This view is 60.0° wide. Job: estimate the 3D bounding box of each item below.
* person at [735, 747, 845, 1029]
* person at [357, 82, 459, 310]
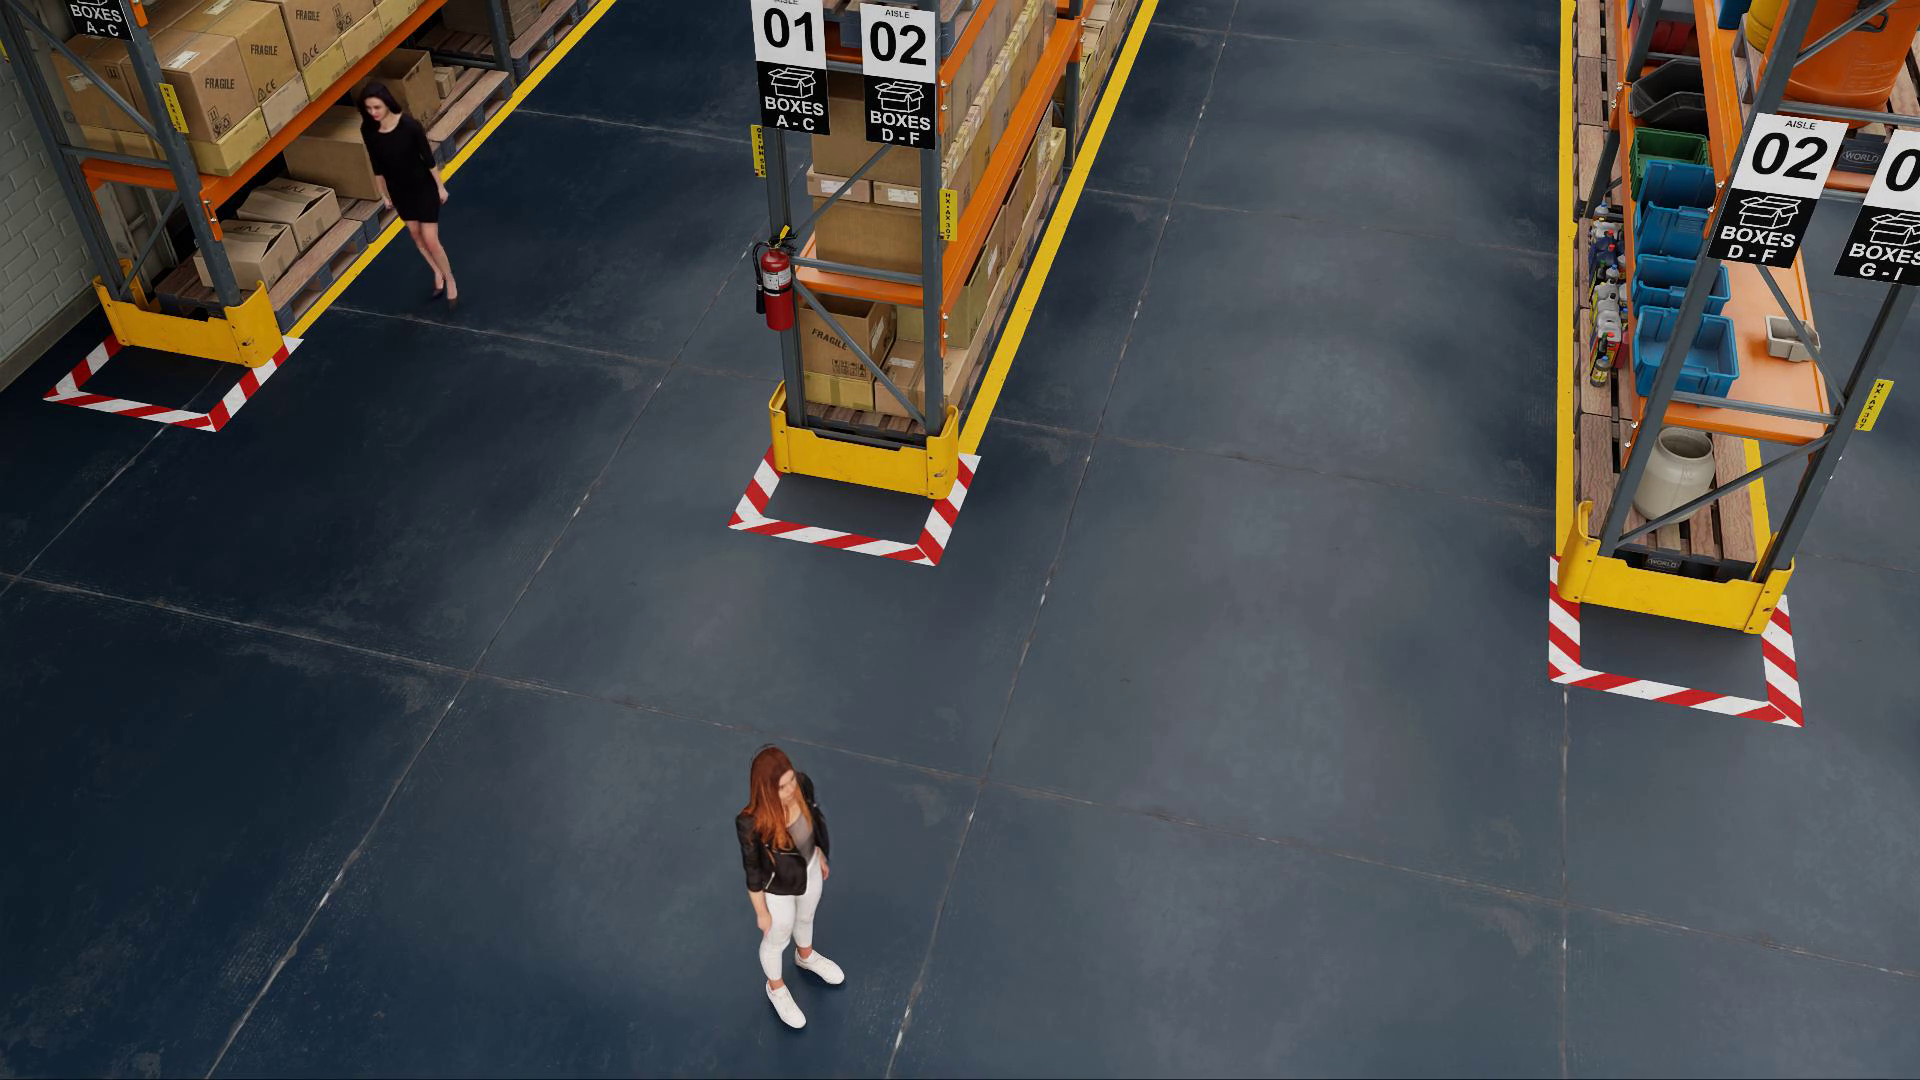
[{"bbox_3d":[-0.771,1.502,7.385,0.719,1.704,0.580,27,49,26],"label":"person"},{"bbox_3d":[-3.753,-2.403,11.516,0.660,1.774,0.745,5,43,5],"label":"person"}]
